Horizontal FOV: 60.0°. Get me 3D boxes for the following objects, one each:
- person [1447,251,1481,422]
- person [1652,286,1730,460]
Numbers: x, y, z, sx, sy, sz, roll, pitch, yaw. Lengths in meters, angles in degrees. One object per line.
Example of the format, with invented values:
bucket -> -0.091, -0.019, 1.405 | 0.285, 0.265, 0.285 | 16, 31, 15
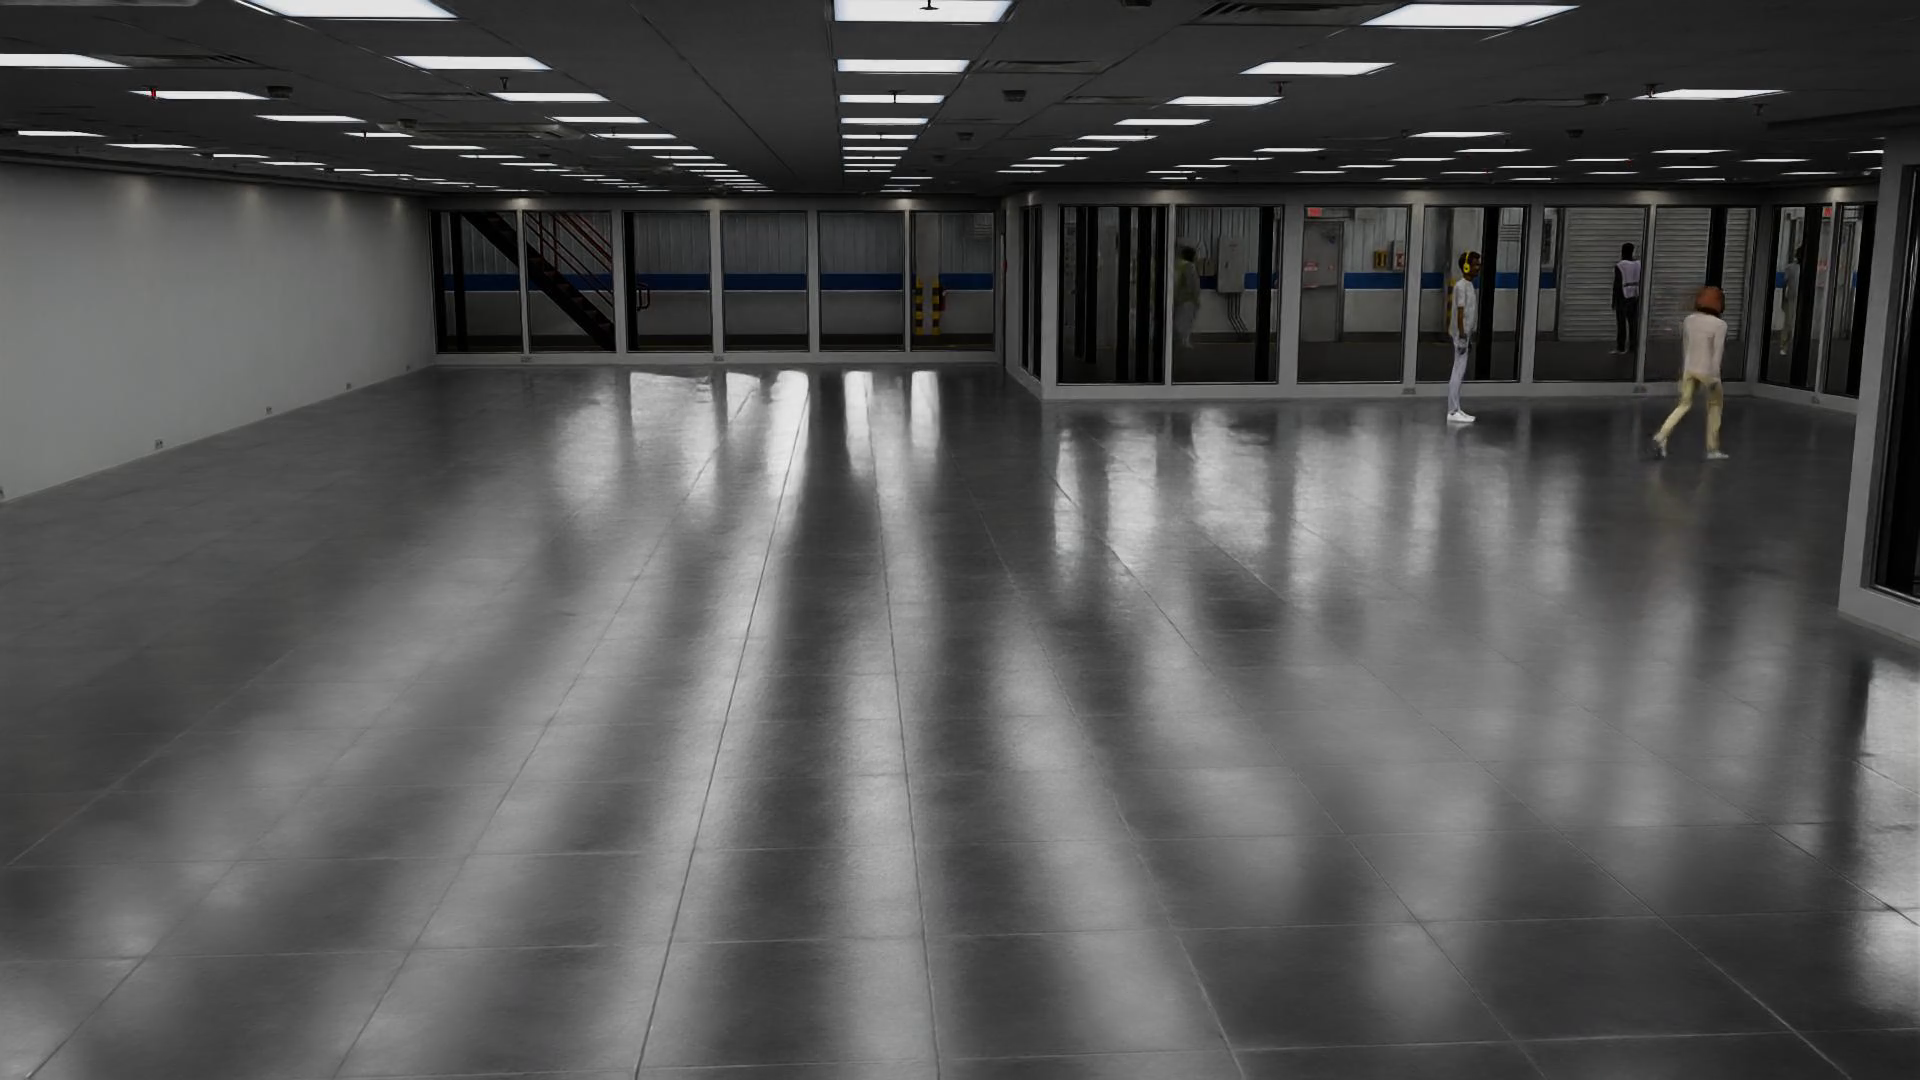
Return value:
person -> 5.574, -2.238, 18.361 | 0.328, 1.873, 0.520 | 4, 11, 21
person -> 6.719, -1.514, 15.164 | 0.747, 1.604, 0.501 | -5, 12, -26
